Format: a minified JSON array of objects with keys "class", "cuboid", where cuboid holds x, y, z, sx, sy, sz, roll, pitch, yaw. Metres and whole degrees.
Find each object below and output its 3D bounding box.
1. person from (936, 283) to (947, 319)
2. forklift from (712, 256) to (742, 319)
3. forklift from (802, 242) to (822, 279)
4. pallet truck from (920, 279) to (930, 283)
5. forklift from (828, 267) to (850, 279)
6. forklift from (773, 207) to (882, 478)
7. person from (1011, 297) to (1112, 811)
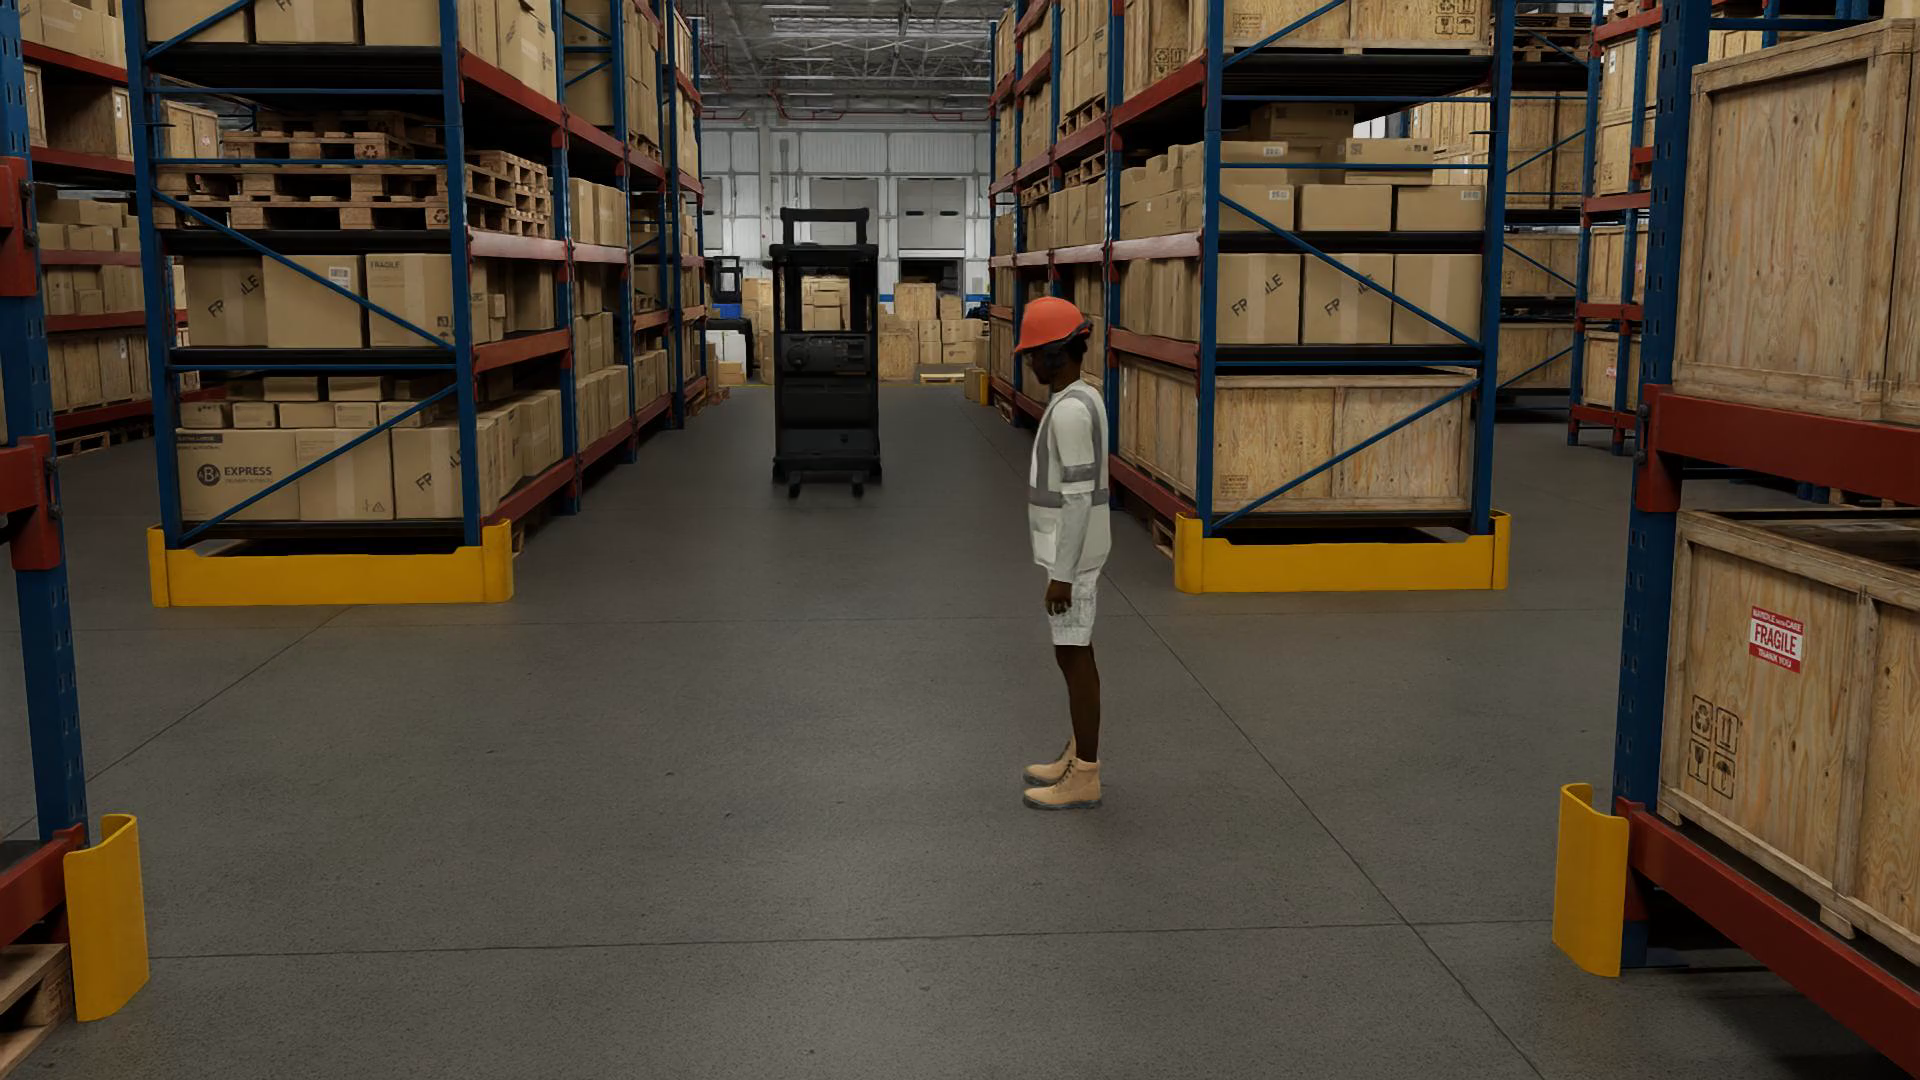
[{"class":"person","cuboid":[-0.601,-6.747,49.779,0.637,1.910,0.875,-6,11,-32]},{"class":"forklift","cuboid":[-8.481,-8.973,60.670,1.129,2.768,1.873,-1,9,-4]},{"class":"forklift","cuboid":[-3.263,-5.129,36.534,1.873,2.768,1.129,-1,9,-5]},{"class":"pallet truck","cuboid":[-0.932,-8.922,63.114,1.885,1.965,0.823,2,9,13]},{"class":"forklift","cuboid":[-4.171,-8.608,58.381,1.129,2.768,1.873,-5,10,-30]},{"class":"forklift","cuboid":[-1.428,-2.141,17.775,1.129,2.768,1.873,-1,9,-4]},{"class":"person","cuboid":[0.397,0.060,6.612,0.407,2.031,0.610,1,9,7]}]
